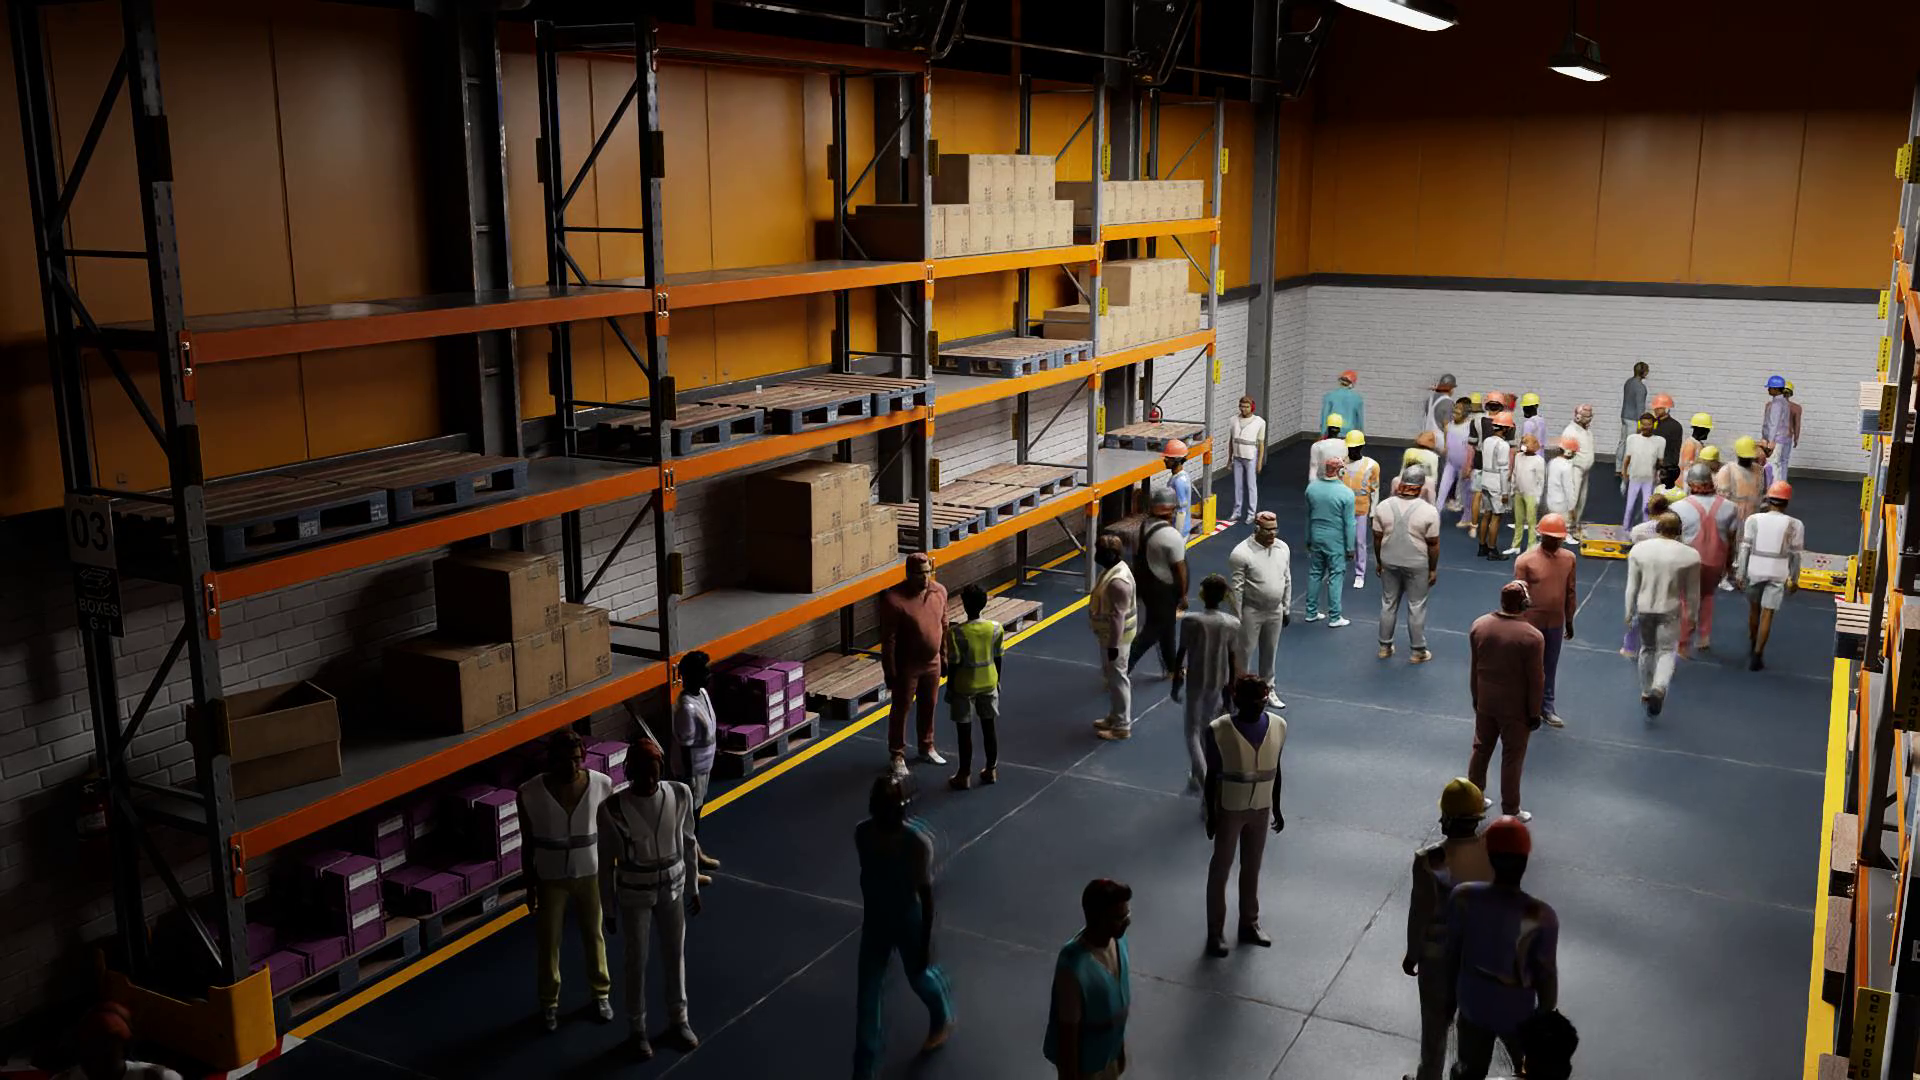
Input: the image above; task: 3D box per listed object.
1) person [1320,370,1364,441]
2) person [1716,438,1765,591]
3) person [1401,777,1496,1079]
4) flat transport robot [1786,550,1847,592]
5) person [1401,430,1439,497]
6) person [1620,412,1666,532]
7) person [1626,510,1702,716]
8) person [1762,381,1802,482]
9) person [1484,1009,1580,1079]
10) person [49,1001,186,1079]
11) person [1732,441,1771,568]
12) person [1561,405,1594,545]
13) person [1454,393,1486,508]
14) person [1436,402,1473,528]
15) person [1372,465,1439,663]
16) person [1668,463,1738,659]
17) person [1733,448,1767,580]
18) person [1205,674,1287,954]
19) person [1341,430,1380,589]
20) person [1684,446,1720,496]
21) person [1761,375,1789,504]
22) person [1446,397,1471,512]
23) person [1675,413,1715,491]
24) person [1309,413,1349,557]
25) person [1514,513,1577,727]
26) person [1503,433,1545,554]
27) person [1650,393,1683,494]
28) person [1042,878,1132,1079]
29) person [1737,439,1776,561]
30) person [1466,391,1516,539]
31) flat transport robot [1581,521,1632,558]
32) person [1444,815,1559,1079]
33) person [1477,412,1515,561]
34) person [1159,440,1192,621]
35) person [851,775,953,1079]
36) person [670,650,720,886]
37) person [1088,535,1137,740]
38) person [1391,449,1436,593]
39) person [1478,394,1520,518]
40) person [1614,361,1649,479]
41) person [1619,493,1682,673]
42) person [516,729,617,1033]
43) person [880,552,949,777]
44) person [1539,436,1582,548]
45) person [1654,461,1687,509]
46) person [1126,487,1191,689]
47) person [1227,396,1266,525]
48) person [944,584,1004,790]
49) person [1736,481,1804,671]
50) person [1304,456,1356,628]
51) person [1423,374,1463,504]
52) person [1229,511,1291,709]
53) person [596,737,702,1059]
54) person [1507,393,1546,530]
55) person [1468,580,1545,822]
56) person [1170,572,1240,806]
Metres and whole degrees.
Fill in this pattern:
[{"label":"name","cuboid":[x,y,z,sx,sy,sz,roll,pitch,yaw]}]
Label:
[{"label":"person","cuboid":[5.901,-1.643,25.686,0.647,1.940,0.609,2,13,9]},{"label":"person","cuboid":[9.293,-0.267,19.687,0.641,1.886,0.679,-2,13,-7]},{"label":"person","cuboid":[2.646,2.154,8.934,0.590,1.833,0.403,-4,13,-16]},{"label":"flat transport robot","cuboid":[10.584,0.372,20.439,0.652,0.197,1.431,7,14,30]},{"label":"person","cuboid":[6.049,-0.650,21.990,0.416,1.603,0.523,-11,17,-40]},{"label":"person","cuboid":[8.989,-0.764,21.927,0.532,1.865,0.311,6,14,26]},{"label":"person","cuboid":[6.462,0.685,15.371,0.645,1.914,0.794,8,15,31]},{"label":"person","cuboid":[12.783,-1.598,25.915,0.534,1.757,0.337,6,14,24]},{"label":"person","cuboid":[2.182,2.677,6.322,0.605,1.957,0.391,7,14,29]},{"label":"person","cuboid":[-3.316,2.663,6.614,0.662,1.840,0.799,4,13,16]},{"label":"person","cuboid":[9.984,-0.449,21.052,0.522,1.631,0.314,-2,13,-8]},{"label":"person","cuboid":[8.325,-0.887,22.424,0.400,1.894,0.653,11,17,41]},{"label":"person","cuboid":[7.595,-1.318,24.717,0.490,1.730,0.324,2,13,9]},{"label":"person","cuboid":[6.878,-1.016,23.198,0.952,1.795,0.519,-9,16,-35]},{"label":"person","cuboid":[4.603,0.229,17.083,0.684,2.000,0.535,9,16,36]},{"label":"person","cuboid":[7.619,0.198,17.223,0.706,2.000,0.584,1,13,3]},{"label":"person","cuboid":[9.755,-0.326,20.482,0.310,1.636,0.523,8,15,33]},{"label":"person","cuboid":[1.832,1.738,10.765,0.564,1.846,0.394,-5,13,-19]},{"label":"person","cuboid":[4.729,-0.373,20.034,0.593,1.924,0.381,8,15,30]},{"label":"person","cuboid":[8.926,-0.271,20.028,0.334,1.733,0.488,-8,15,-33]},{"label":"person","cuboid":[12.298,-1.519,25.155,0.409,1.939,0.601,8,15,30]},{"label":"person","cuboid":[7.383,-1.273,24.583,0.322,1.697,0.533,8,15,33]},{"label":"person","cuboid":[9.477,-0.696,21.514,0.399,1.919,0.582,9,16,36]},{"label":"person","cuboid":[4.755,-0.671,21.385,0.617,1.924,0.379,0,13,-2]},{"label":"person","cuboid":[5.265,0.725,14.990,0.615,1.987,0.407,-3,13,-13]},{"label":"person","cuboid":[7.351,-0.577,21.609,0.283,1.634,0.498,-7,14,-27]},{"label":"person","cuboid":[9.582,-1.025,22.800,0.396,1.992,0.622,-5,13,-20]},{"label":"person","cuboid":[0.592,2.424,7.730,0.391,1.836,0.562,7,14,28]},{"label":"person","cuboid":[10.138,-0.476,21.167,0.312,1.632,0.524,0,13,-2]},{"label":"person","cuboid":[7.223,-1.018,22.696,0.613,2.033,0.411,4,13,16]},{"label":"flat transport robot","cuboid":[8.622,-0.007,22.138,0.652,0.197,1.431,5,13,20]},{"label":"person","cuboid":[2.659,2.289,8.167,0.603,1.903,0.551,11,17,41]},{"label":"person","cuboid":[6.938,-0.695,21.492,0.389,1.925,0.550,-2,13,-11]},{"label":"person","cuboid":[2.392,-0.108,18.587,0.374,2.044,0.605,1,13,5]},{"label":"person","cuboid":[-0.330,2.115,9.214,0.518,1.801,0.974,6,14,26]},{"label":"person","cuboid":[-1.879,1.596,11.763,0.319,1.691,0.536,1,13,4]},{"label":"person","cuboid":[1.350,0.852,14.781,0.432,1.833,0.624,-1,13,-4]},{"label":"person","cuboid":[5.419,-0.236,19.878,0.591,1.742,0.544,7,14,28]},{"label":"person","cuboid":[7.934,-1.204,24.024,0.865,1.803,0.595,-1,13,-3]},{"label":"person","cuboid":[10.957,-1.943,27.075,0.374,1.932,0.628,0,13,1]},{"label":"person","cuboid":[7.002,0.430,16.749,0.514,1.807,0.955,0,13,2]},{"label":"person","cuboid":[-2.292,1.972,9.760,0.561,1.836,0.389,-5,14,-22]},{"label":"person","cuboid":[-0.348,1.020,13.878,0.676,1.900,0.394,-10,16,-38]},{"label":"person","cuboid":[7.480,-0.451,20.852,0.532,1.727,0.612,1,13,4]},{"label":"person","cuboid":[8.149,-0.072,19.208,0.318,1.695,0.539,-3,13,-13]},{"label":"person","cuboid":[1.868,0.440,16.141,0.986,2.000,0.684,-5,13,-21]},{"label":"person","cuboid":[4.083,-1.146,23.707,0.562,1.836,0.396,11,17,41]},{"label":"person","cuboid":[0.110,1.191,13.551,0.541,1.695,0.315,-7,14,-28]},{"label":"person","cuboid":[8.252,0.344,16.923,0.555,1.890,0.949,9,16,36]},{"label":"person","cuboid":[4.101,0.011,18.389,0.400,1.899,0.648,-11,16,-39]},{"label":"person","cuboid":[7.338,-1.543,25.019,0.978,2.000,0.681,-5,13,-20]},{"label":"person","cuboid":[2.808,0.662,15.471,0.644,1.900,0.399,-6,14,-24]},{"label":"person","cuboid":[-1.759,2.018,9.449,0.584,1.879,0.363,-8,15,-31]},{"label":"person","cuboid":[7.986,-1.105,23.353,0.399,1.911,0.596,10,16,38]},{"label":"person","cuboid":[4.238,1.241,12.888,0.398,1.900,0.641,-9,16,-36]},{"label":"person","cuboid":[1.967,1.183,13.273,0.524,1.841,0.810,-1,13,-5]}]
